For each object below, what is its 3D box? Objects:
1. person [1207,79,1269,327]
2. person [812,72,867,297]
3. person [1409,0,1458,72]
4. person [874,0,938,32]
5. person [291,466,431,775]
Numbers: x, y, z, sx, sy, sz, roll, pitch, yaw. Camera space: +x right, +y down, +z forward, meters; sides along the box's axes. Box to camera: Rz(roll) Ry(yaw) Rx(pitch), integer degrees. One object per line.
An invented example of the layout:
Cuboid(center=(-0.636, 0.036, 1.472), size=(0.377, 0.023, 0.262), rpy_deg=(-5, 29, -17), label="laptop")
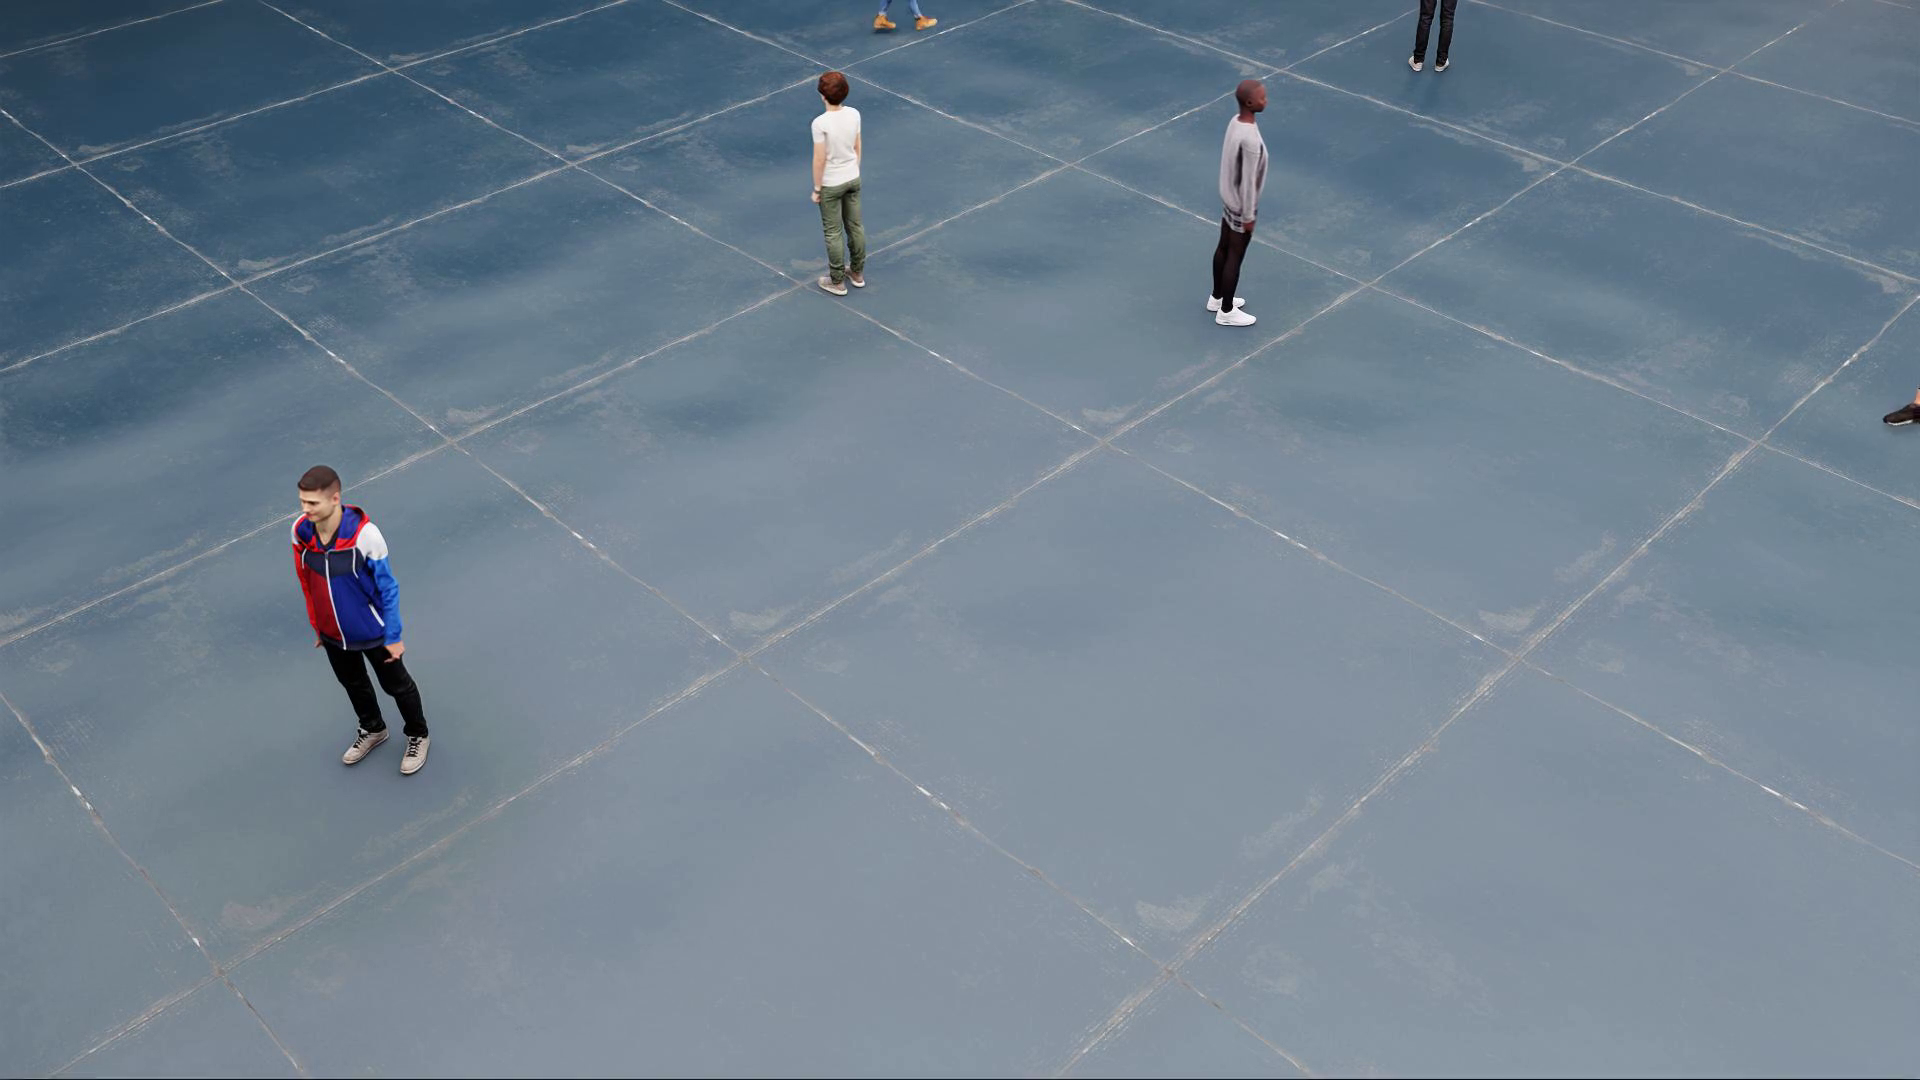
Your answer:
Cuboid(center=(1.936, -2.359, 11.605), size=(0.728, 1.771, 0.693), rpy_deg=(-4, 37, -5), label="person")
Cuboid(center=(-0.870, -2.568, 11.977), size=(0.489, 1.655, 0.642), rpy_deg=(-26, 44, -30), label="person")
Cuboid(center=(4.467, -5.235, 15.397), size=(0.696, 1.760, 0.715), rpy_deg=(6, 38, 8), label="person")
Cuboid(center=(-0.651, -5.577, 16.292), size=(0.915, 1.222, 0.794), rpy_deg=(-5, 38, -7), label="person")
Cuboid(center=(-2.895, 0.387, 8.005), size=(0.718, 1.757, 0.718), rpy_deg=(9, 38, 11), label="person")
